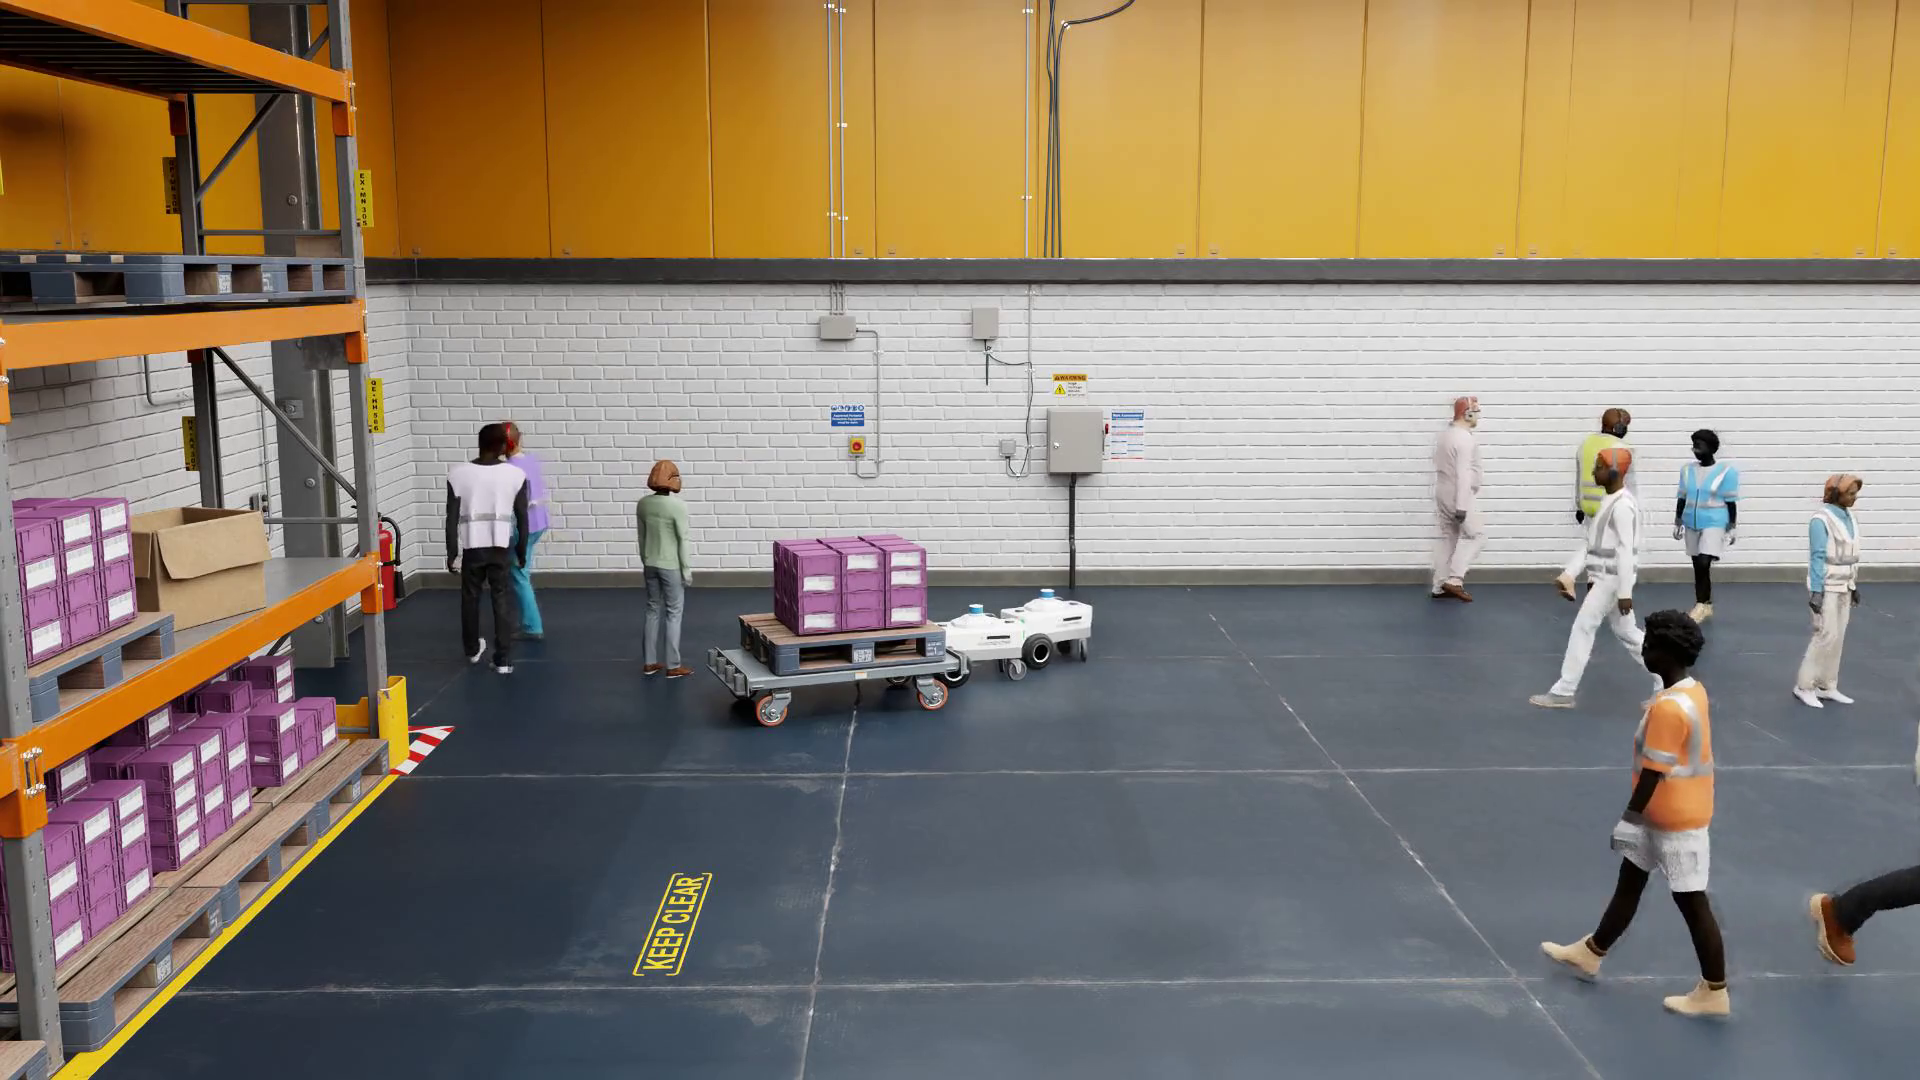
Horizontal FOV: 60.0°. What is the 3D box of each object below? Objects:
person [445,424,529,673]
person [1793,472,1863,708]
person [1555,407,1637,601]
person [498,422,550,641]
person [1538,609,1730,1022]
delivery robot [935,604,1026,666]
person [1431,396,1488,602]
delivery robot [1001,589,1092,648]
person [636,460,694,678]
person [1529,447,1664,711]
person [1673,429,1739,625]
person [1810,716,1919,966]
[{"bbox_3d":[-3.599,0.053,12.690,0.610,1.875,0.756,-2,10,-15],"label":"person"},{"bbox_3d":[6.058,0.345,11.565,0.532,1.639,0.308,-6,11,-35],"label":"person"},{"bbox_3d":[5.682,-0.262,14.731,0.530,1.823,0.633,-3,10,-19],"label":"person"},{"bbox_3d":[-3.601,-0.057,13.491,0.521,1.808,0.634,0,9,2],"label":"person"},{"bbox_3d":[2.794,1.102,6.798,0.831,1.652,0.551,5,11,28],"label":"person"},{"bbox_3d":[0.121,0.719,12.271,0.707,0.478,0.477,-3,10,-15],"label":"delivery robot"},{"bbox_3d":[4.560,-0.369,15.168,0.460,1.891,0.654,-1,9,-7],"label":"person"},{"bbox_3d":[0.672,0.623,12.863,0.707,0.478,0.477,-6,11,-33],"label":"delivery robot"},{"bbox_3d":[-2.198,0.216,12.388,0.496,1.627,0.287,6,11,33],"label":"person"},{"bbox_3d":[4.505,0.276,11.387,0.983,1.847,0.585,3,10,19],"label":"person"},{"bbox_3d":[6.270,-0.100,14.155,0.708,1.666,0.547,-6,11,-32],"label":"person"},{"bbox_3d":[4.041,0.945,6.850,0.627,1.969,0.759,-8,12,-39],"label":"person"}]
